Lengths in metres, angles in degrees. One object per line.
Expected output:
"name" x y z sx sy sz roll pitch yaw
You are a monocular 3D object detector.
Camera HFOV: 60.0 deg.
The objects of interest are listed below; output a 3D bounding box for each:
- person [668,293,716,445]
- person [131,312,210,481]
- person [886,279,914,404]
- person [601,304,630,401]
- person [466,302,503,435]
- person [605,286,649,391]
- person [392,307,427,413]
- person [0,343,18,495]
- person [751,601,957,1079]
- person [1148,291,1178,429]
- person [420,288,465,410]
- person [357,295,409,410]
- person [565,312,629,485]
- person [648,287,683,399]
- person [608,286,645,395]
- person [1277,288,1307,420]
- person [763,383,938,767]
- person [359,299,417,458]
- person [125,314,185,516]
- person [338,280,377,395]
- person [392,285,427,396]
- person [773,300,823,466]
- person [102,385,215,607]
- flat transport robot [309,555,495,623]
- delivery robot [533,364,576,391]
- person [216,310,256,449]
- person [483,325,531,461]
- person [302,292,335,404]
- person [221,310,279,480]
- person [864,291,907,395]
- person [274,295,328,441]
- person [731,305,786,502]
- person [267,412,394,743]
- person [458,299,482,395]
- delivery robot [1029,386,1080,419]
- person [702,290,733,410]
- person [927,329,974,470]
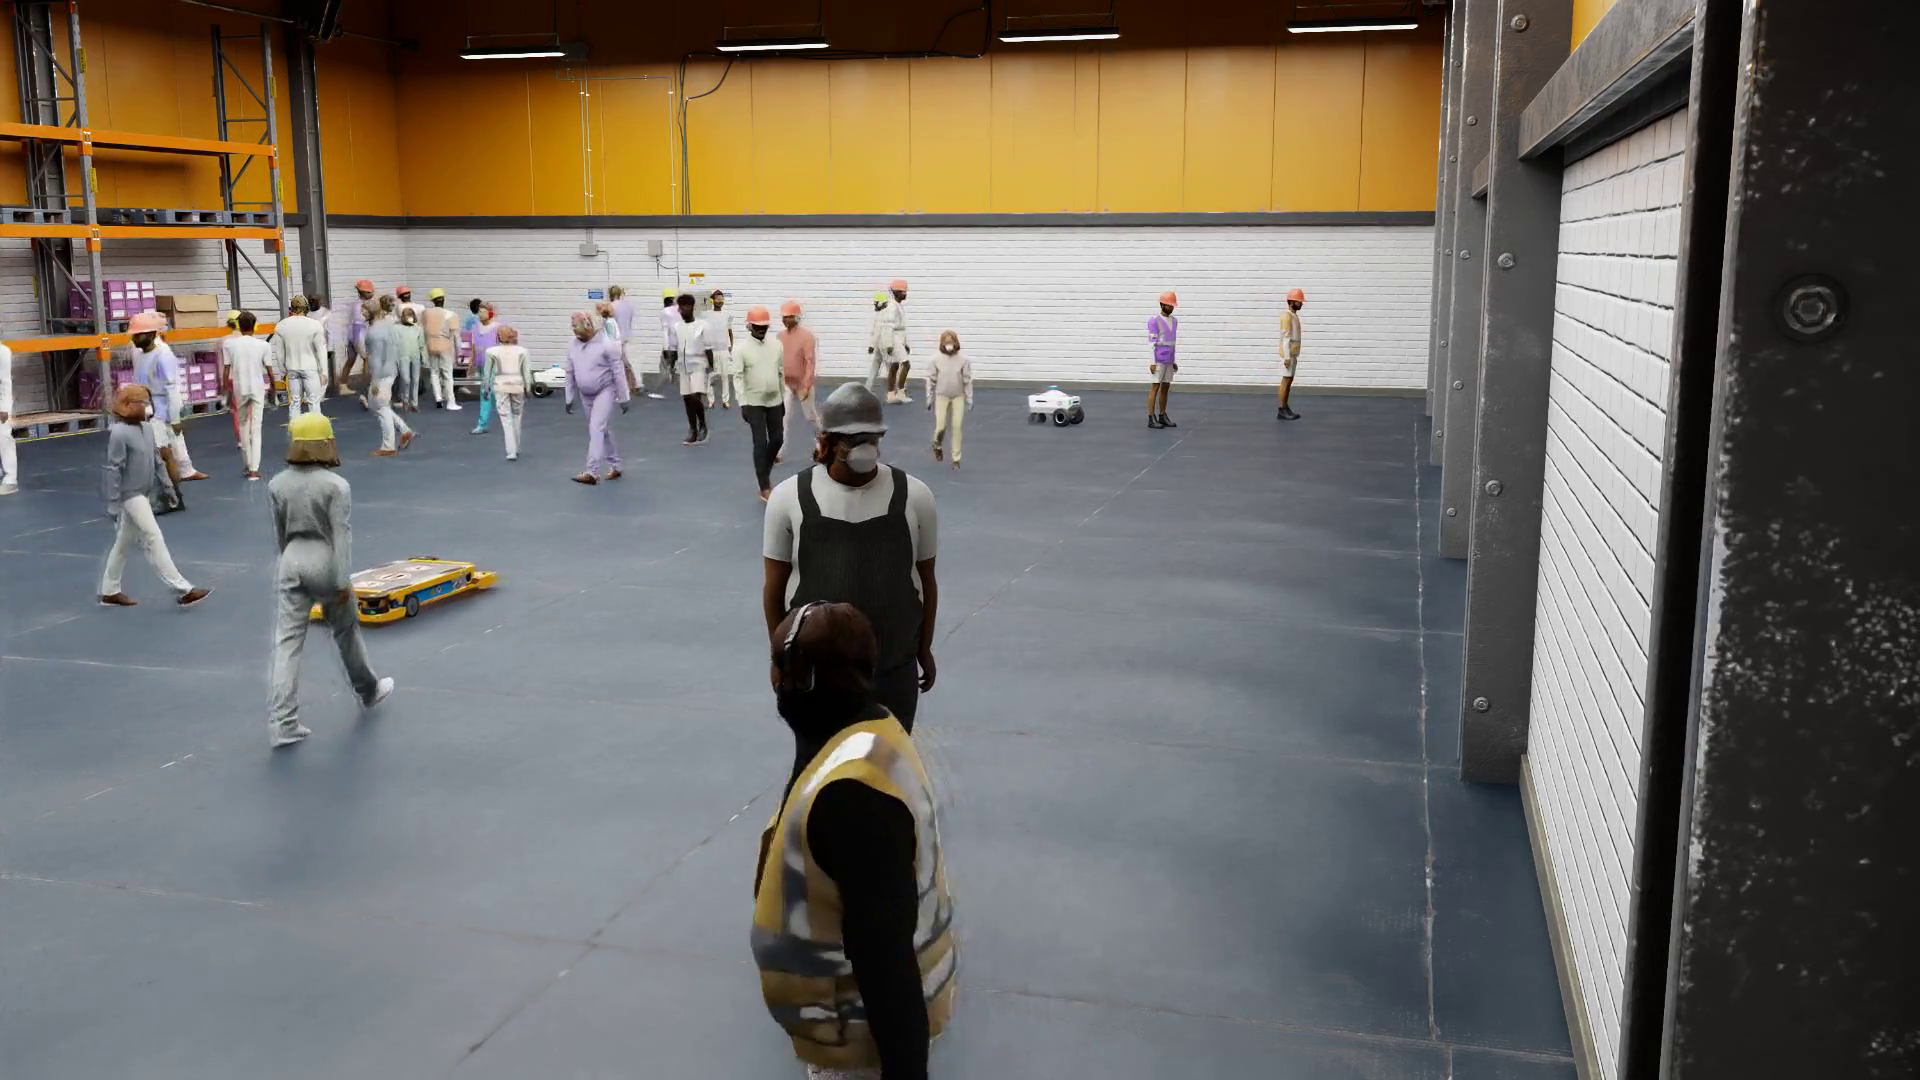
"person" -3.448 -2.178 21.329 0.650 1.951 0.427 5 11 25
"person" -8.591 -1.504 17.782 0.657 1.865 0.980 9 14 43
"person" -0.921 -3.188 26.841 0.643 2.022 0.643 1 10 8
"person" -5.820 -3.063 27.322 0.780 1.604 0.538 -1 10 -3
"person" -6.455 -2.385 22.921 0.572 1.807 0.924 6 12 32
"person" -6.021 -3.534 29.304 0.944 1.861 0.651 2 10 10
"person" -8.434 -2.762 25.548 0.519 1.620 0.341 -8 13 -38
"person" -9.950 -1.374 17.009 0.613 1.867 0.526 4 11 21
"person" -0.217 1.050 3.515 0.434 1.798 0.791 -2 10 -9
"person" 2.883 -2.535 23.407 0.547 1.934 0.386 -9 13 -42
"person" -8.078 -2.964 25.899 0.650 1.909 0.412 1 10 5
"person" -9.046 -2.932 26.025 0.554 1.803 0.894 6 11 29
"person" -3.946 -1.523 17.909 0.671 1.857 0.976 6 12 30
"person" -4.777 -3.265 27.723 1.005 1.878 0.610 6 12 32
"person" -5.879 -3.451 28.783 1.078 1.882 0.656 7 12 36
"person" 4.911 -2.744 24.587 0.377 1.932 0.552 4 11 22
"person" -0.407 0.411 6.425 0.688 2.000 0.539 -1 10 -8
"person" -6.962 -1.949 20.113 0.495 1.925 0.645 -2 10 -12
"person" -7.691 -1.184 15.792 0.559 1.915 0.603 9 14 42
"person" -10.338 -3.443 28.473 0.756 1.983 0.613 -4 11 -22
"person" -9.390 -3.414 28.492 0.603 1.896 0.427 -3 10 -14
"person" -1.897 -1.845 19.518 0.630 1.938 1.067 6 12 32
"person" -5.712 -0.297 11.708 0.877 1.584 0.519 -1 10 -4
"flat transport robot" -3.991 0.336 11.851 0.652 0.197 1.431 3 11 16
"delivery robot" -6.853 -2.743 28.224 0.707 0.478 0.477 0 10 1
"person" -9.085 -2.024 21.009 0.534 1.756 0.360 -1 10 -5
"person" -5.471 -1.781 20.047 0.535 1.602 0.805 -5 11 -28
"person" -10.482 -3.096 26.955 0.638 1.801 0.877 -1 10 -6
"person" -7.856 -1.614 18.442 0.566 1.838 0.861 -2 10 -14
"person" -1.335 -3.355 28.487 0.927 1.789 0.597 1 10 6
"person" -8.331 -2.129 21.095 0.633 1.938 0.355 0 10 2
"person" -2.005 -1.387 16.861 0.666 1.957 0.871 -7 12 -34
"person" -3.385 0.171 8.777 0.490 1.681 0.943 2 10 10
"person" -8.380 -3.350 28.836 0.887 1.653 0.531 -8 13 -38
"delivery robot" 1.348 -1.960 23.790 0.707 0.478 0.477 6 12 31
"person" -3.788 -2.972 26.073 0.532 1.866 0.319 -3 10 -16
"person" -0.122 -1.620 19.119 0.522 1.615 0.419 -1 10 -6
